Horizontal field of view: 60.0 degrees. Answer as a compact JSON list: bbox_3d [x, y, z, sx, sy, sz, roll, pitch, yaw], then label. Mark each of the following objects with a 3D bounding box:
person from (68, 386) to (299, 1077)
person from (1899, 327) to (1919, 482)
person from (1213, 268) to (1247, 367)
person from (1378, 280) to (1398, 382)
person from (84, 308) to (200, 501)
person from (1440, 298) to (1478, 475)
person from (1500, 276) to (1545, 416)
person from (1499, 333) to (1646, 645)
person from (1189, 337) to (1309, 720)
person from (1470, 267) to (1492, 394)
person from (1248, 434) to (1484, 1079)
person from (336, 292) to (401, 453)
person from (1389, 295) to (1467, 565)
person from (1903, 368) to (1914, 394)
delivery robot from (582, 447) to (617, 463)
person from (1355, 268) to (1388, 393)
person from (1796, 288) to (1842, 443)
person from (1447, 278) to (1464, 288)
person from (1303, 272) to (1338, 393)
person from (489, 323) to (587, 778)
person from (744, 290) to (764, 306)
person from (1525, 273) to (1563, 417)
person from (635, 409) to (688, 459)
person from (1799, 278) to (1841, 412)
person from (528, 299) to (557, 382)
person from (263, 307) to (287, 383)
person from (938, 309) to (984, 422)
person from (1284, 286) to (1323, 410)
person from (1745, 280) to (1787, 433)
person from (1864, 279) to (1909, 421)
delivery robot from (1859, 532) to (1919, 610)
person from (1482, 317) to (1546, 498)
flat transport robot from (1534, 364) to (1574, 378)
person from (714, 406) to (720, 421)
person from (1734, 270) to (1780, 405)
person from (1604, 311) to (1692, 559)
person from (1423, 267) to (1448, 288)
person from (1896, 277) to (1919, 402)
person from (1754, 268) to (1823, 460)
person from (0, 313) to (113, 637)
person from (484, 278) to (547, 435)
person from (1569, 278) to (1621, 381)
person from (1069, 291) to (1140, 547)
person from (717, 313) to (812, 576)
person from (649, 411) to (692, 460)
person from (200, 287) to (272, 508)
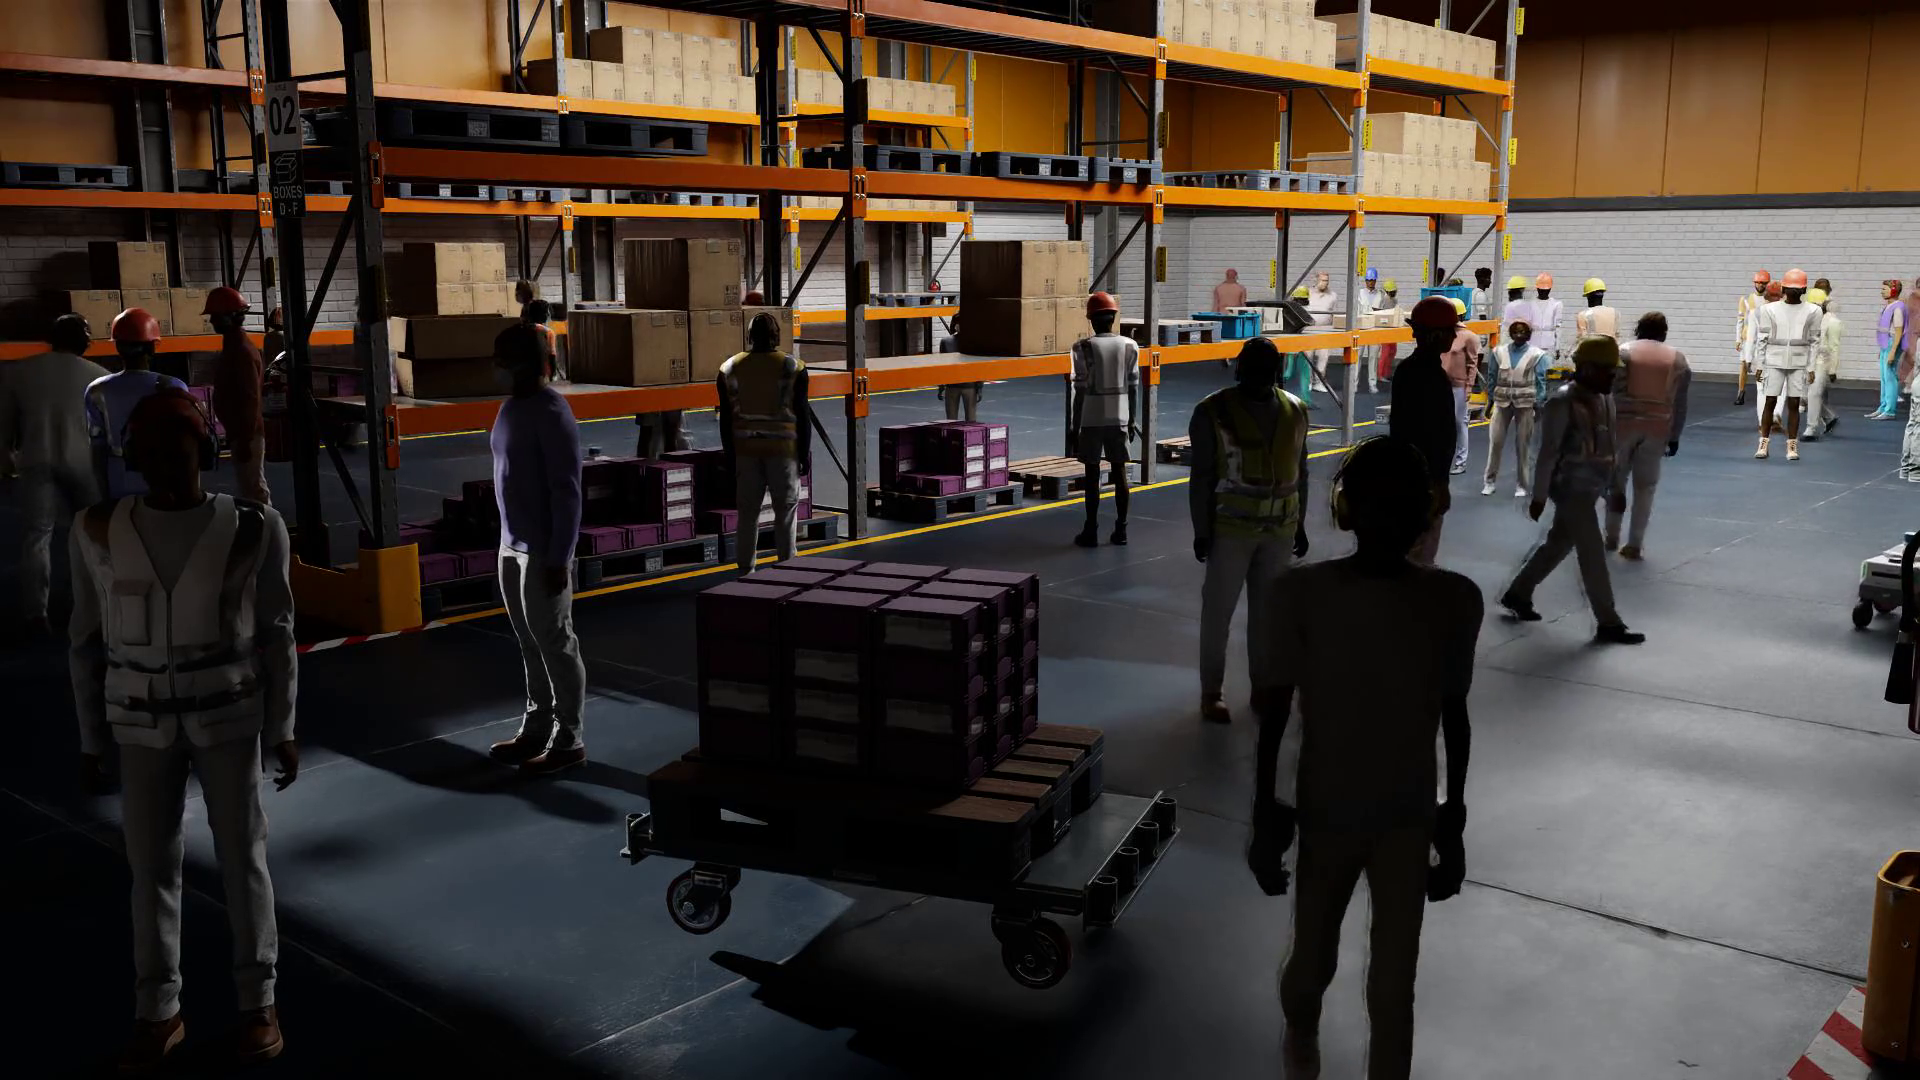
[{"bbox_3d":[-2.116,0.524,4.565,0.573,1.886,0.354,-2,10,-14],"label":"person"},{"bbox_3d":[9.373,-1.428,16.082,0.324,1.743,0.490,3,10,14],"label":"person"},{"bbox_3d":[5.140,-4.243,31.754,0.655,1.881,0.830,6,11,29],"label":"person"},{"bbox_3d":[7.229,-3.511,27.991,0.402,1.720,0.612,9,13,40],"label":"person"},{"bbox_3d":[-4.328,-0.262,8.887,0.545,1.941,0.351,-1,10,-6],"label":"person"},{"bbox_3d":[4.918,-1.536,16.652,0.319,1.763,0.522,-7,12,-36],"label":"person"},{"bbox_3d":[7.486,-2.588,22.285,0.897,1.895,0.603,9,13,41],"label":"person"},{"bbox_3d":[3.593,-0.328,9.751,0.600,1.778,0.960,-9,14,-42],"label":"person"},{"bbox_3d":[1.405,-0.054,8.001,0.629,1.836,0.429,-3,10,-17],"label":"person"},{"bbox_3d":[7.951,-3.188,25.470,0.361,1.965,0.612,0,10,0],"label":"person"},{"bbox_3d":[0.953,0.647,3.987,0.517,1.852,0.786,1,10,7],"label":"person"},{"bbox_3d":[-6.517,-1.842,18.302,0.623,1.821,0.600,3,11,19],"label":"person"},{"bbox_3d":[2.602,-0.366,9.322,0.381,1.994,0.622,-1,10,-7],"label":"person"},{"bbox_3d":[14.726,-3.098,25.406,0.374,1.826,0.580,1,10,8],"label":"person"},{"bbox_3d":[-3.112,-0.550,14.202,0.477,0.478,0.707,6,12,32],"label":"delivery robot"},{"bbox_3d":[6.346,-3.249,25.866,0.604,1.949,0.389,0,10,1],"label":"person"},{"bbox_3d":[10.051,-2.031,19.401,0.636,1.803,0.622,-1,10,-6],"label":"person"},{"bbox_3d":[6.825,-2.723,23.183,0.806,1.845,0.520,-2,10,-13],"label":"person"},{"bbox_3d":[5.578,-3.257,26.107,0.739,1.881,0.546,0,10,0],"label":"person"},{"bbox_3d":[-1.829,0.043,7.150,0.357,1.937,0.637,-7,12,-35],"label":"person"},{"bbox_3d":[-1.805,-1.311,15.072,0.607,1.861,0.849,5,11,25],"label":"person"},{"bbox_3d":[7.759,-2.601,22.243,0.543,1.928,0.373,2,10,12],"label":"person"},{"bbox_3d":[-2.684,-1.365,14.873,0.605,2.045,0.377,-5,11,-27],"label":"person"},{"bbox_3d":[11.756,-2.658,22.804,0.508,1.842,0.336,7,12,36],"label":"person"},{"bbox_3d":[-4.721,-1.851,18.666,0.533,1.687,0.320,6,12,31],"label":"person"},{"bbox_3d":[-7.285,-1.688,17.902,0.497,1.629,0.277,7,12,34],"label":"person"},{"bbox_3d":[0.008,-1.541,17.040,0.500,1.633,0.286,3,10,16],"label":"person"},{"bbox_3d":[4.654,-2.678,23.229,0.806,1.742,0.524,2,10,8],"label":"person"},{"bbox_3d":[9.940,-2.238,20.372,0.604,1.857,0.448,5,11,27],"label":"person"},{"bbox_3d":[12.194,-2.482,21.791,0.393,1.847,0.563,3,10,18],"label":"person"},{"bbox_3d":[5.686,0.197,9.946,0.707,0.478,0.477,-9,13,-40],"label":"delivery robot"},{"bbox_3d":[5.042,-1.203,15.118,0.540,1.633,0.348,7,12,34],"label":"person"},{"bbox_3d":[10.624,-2.932,28.837,1.431,0.197,0.652,-2,10,-12],"label":"flat transport robot"},{"bbox_3d":[-3.048,-2.381,21.635,0.535,1.699,0.322,8,13,40],"label":"person"},{"bbox_3d":[11.435,-2.895,23.872,0.545,1.943,0.347,5,11,26],"label":"person"},{"bbox_3d":[5.018,-0.778,12.275,0.645,1.786,0.788,2,10,12],"label":"person"},{"bbox_3d":[8.363,-3.815,29.183,0.597,1.915,0.372,2,10,10],"label":"person"},{"bbox_3d":[13.947,-2.898,24.171,0.650,1.854,1.026,-5,11,-28],"label":"person"},{"bbox_3d":[8.832,-1.871,17.761,0.607,2.041,0.377,5,11,25],"label":"person"},{"bbox_3d":[-5.347,-0.396,9.893,0.696,1.885,0.919,-4,11,-20],"label":"person"},{"bbox_3d":[-5.102,-2.086,19.383,1.017,1.886,0.660,-3,11,-18],"label":"person"},{"bbox_3d":[7.102,-1.967,18.656,0.584,1.918,0.383,-4,11,-22],"label":"person"},{"bbox_3d":[1.077,-0.907,12.589,0.542,1.930,0.367,-3,10,-15],"label":"person"},{"bbox_3d":[-1.281,-0.583,11.033,0.618,1.836,0.430,2,10,10],"label":"person"},{"bbox_3d":[-2.844,-1.277,15.612,0.818,1.589,0.523,-2,10,-13],"label":"person"},{"bbox_3d":[-4.954,-0.740,11.456,0.392,1.991,0.612,-5,11,-27],"label":"person"}]
